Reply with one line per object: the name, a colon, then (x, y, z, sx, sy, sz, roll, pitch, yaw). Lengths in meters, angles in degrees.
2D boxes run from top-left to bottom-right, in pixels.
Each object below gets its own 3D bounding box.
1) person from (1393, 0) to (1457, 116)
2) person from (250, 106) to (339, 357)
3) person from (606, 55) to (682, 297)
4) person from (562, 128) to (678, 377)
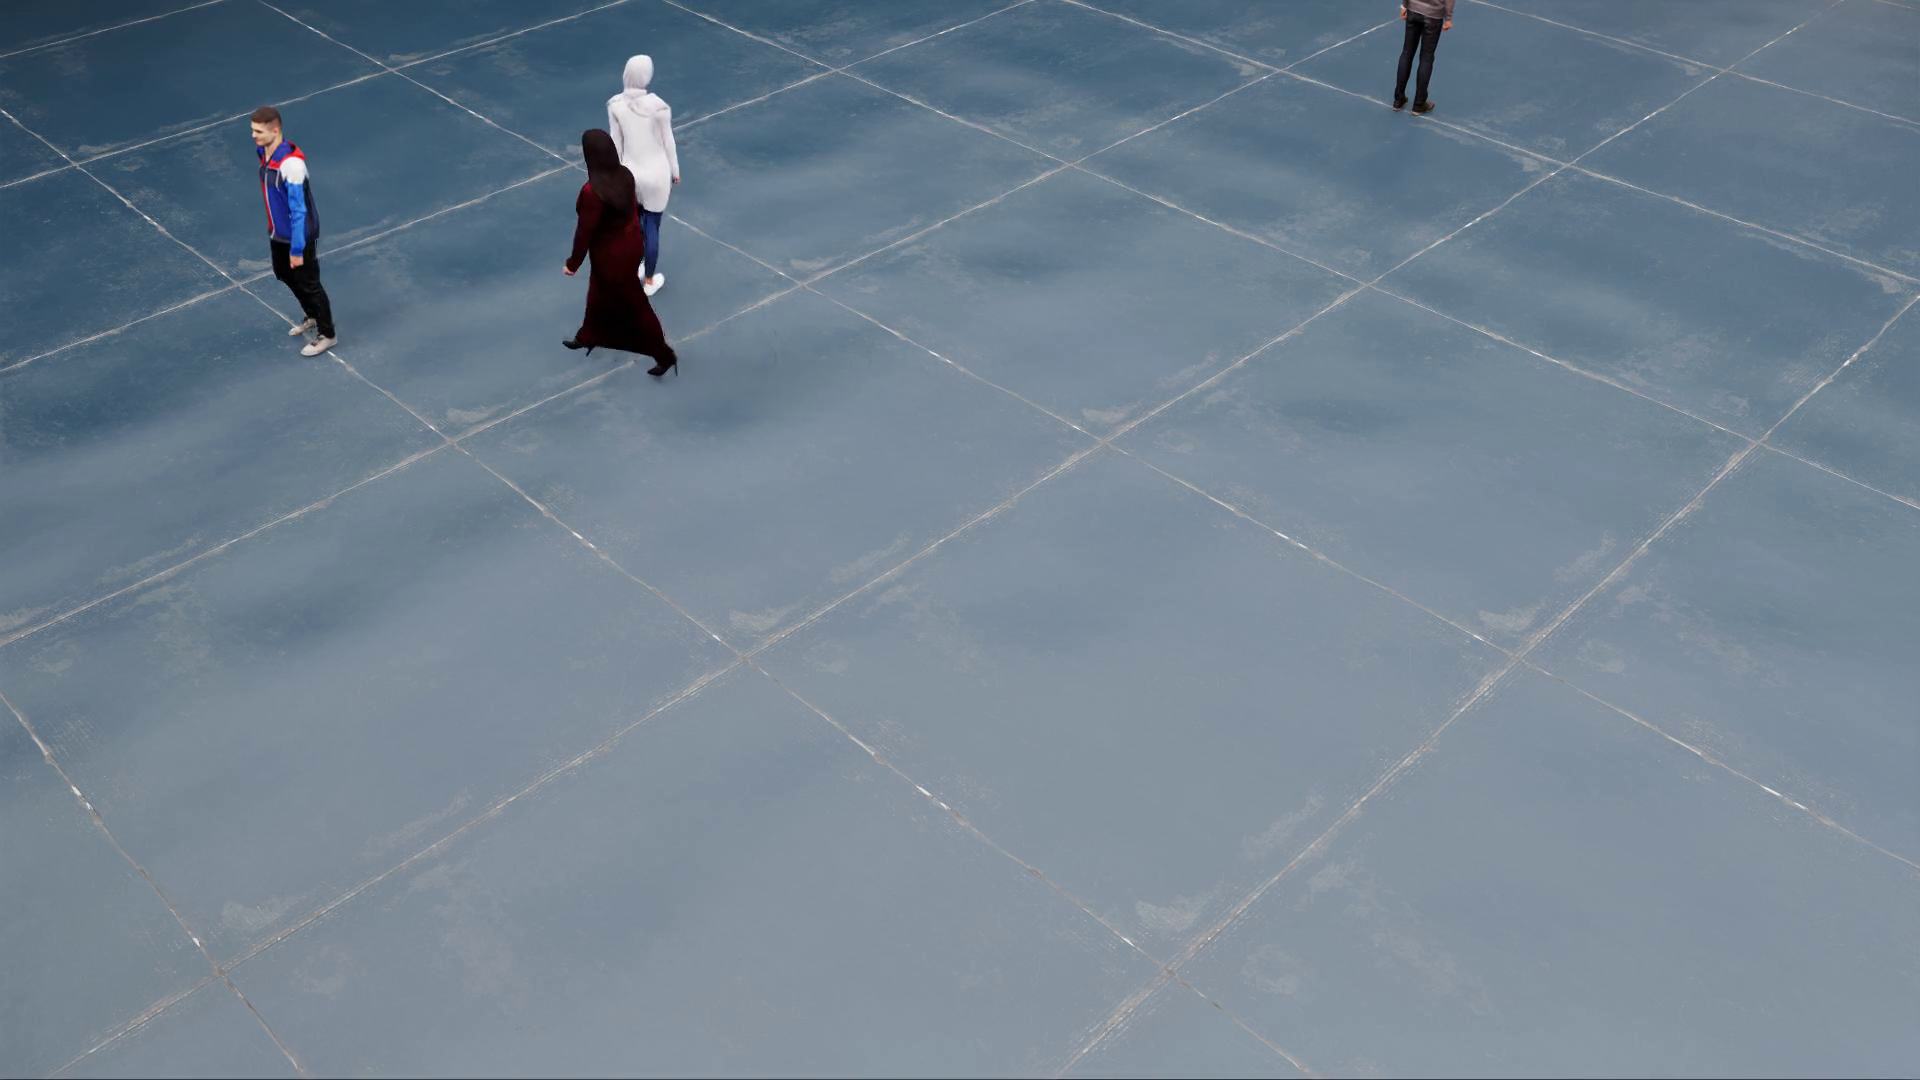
person: (4.071, -4.624, 14.589, 0.658, 1.765, 0.554, 27, 45, 31)
person: (-4.479, -2.131, 11.321, 0.588, 1.754, 0.672, -29, 46, -32)
person: (-2.264, -2.541, 11.855, 0.748, 1.758, 0.778, 6, 38, 8)
person: (-2.159, -1.832, 10.968, 1.130, 1.703, 1.130, 4, 37, 5)
